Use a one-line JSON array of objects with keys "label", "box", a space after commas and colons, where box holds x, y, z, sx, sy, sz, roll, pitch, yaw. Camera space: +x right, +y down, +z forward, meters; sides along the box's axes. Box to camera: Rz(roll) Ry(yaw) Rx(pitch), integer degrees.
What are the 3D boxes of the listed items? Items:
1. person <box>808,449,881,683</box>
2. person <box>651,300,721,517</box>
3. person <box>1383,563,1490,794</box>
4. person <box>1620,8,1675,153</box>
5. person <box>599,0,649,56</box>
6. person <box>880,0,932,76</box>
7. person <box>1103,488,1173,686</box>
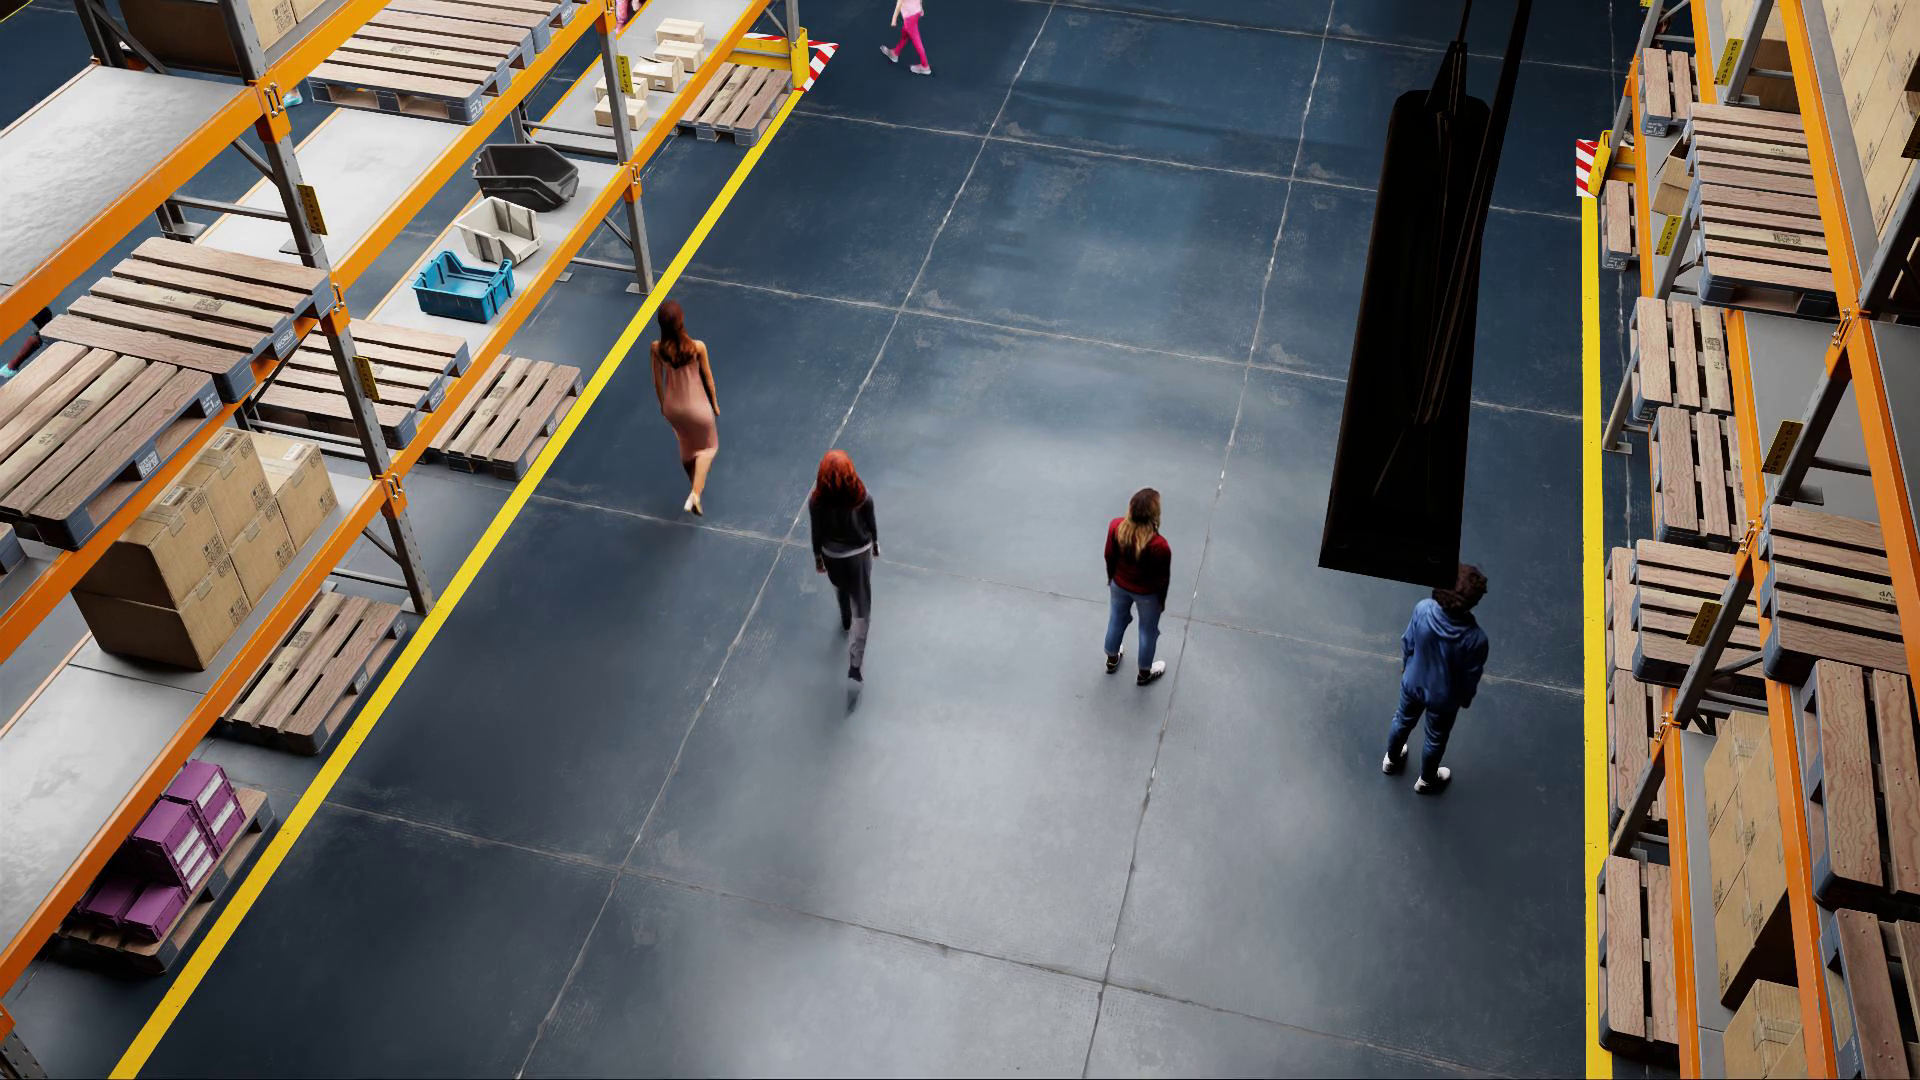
[{"label": "person", "box": [-0.733, 0.170, 10.805, 0.730, 1.750, 1.143, 2, 44, 2]}, {"label": "person", "box": [-1.956, -0.882, 11.859, 0.654, 1.819, 0.840, 5, 44, 6]}, {"label": "person", "box": [2.879, 0.839, 10.059, 0.760, 1.811, 0.752, 33, 53, 30]}, {"label": "person", "box": [6.501, -4.404, 15.848, 0.642, 1.416, 0.513, 25, 49, 24]}, {"label": "person", "box": [-3.332, -5.677, 17.188, 0.861, 1.411, 1.061, 34, 53, 30]}, {"label": "person", "box": [-0.446, -5.346, 16.959, 0.685, 1.248, 0.833, 20, 47, 19]}, {"label": "person", "box": [1.146, 0.294, 10.757, 0.663, 1.635, 0.625, 23, 48, 23]}]
